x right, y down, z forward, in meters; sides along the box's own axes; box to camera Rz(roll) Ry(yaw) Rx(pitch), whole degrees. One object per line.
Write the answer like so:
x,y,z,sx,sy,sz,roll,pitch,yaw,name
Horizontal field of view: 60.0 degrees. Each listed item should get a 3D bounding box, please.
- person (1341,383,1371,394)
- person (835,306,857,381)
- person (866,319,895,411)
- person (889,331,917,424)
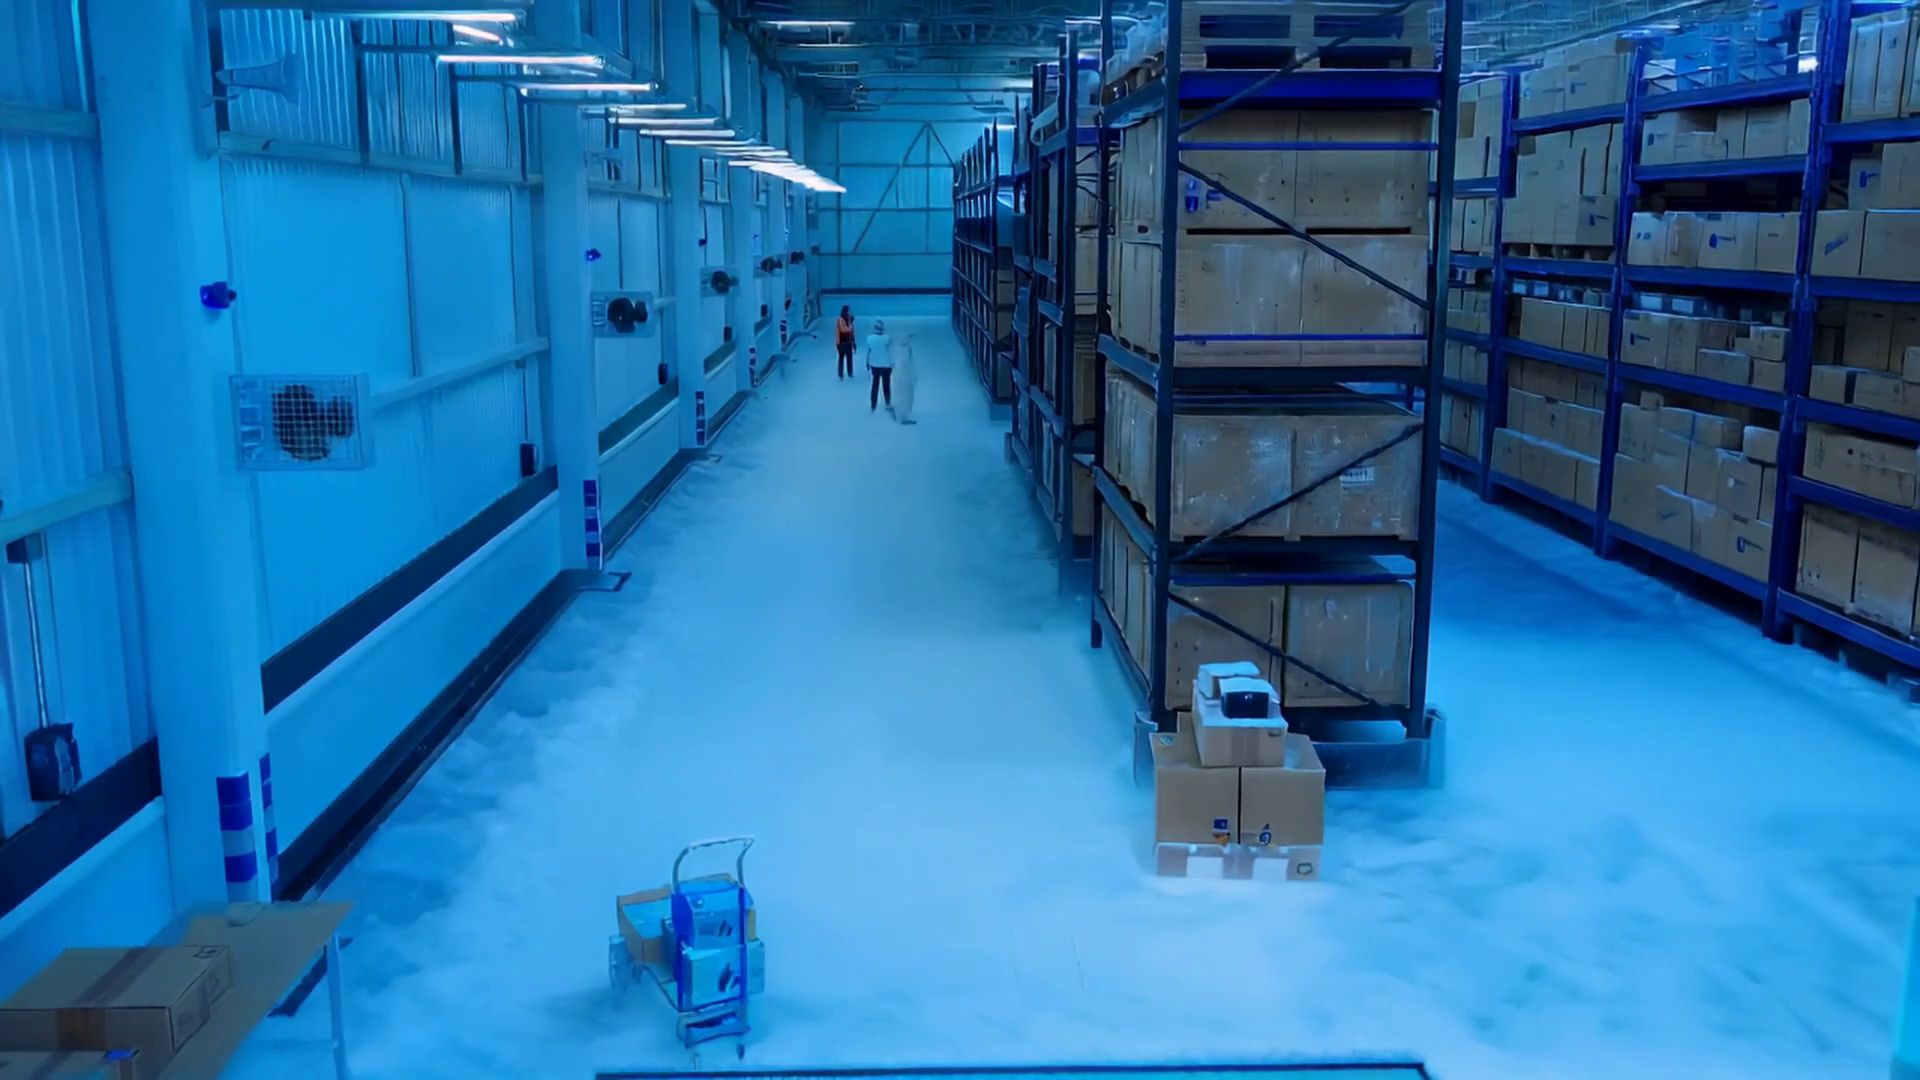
6.507,-2.168,27.756,0.663,1.883,0.689,4,11,19,person
-2.924,-5.015,42.486,0.590,1.910,0.387,-8,14,-37,person
-1.706,-3.748,35.692,0.616,1.987,0.407,-3,11,-14,person
-1.112,-3.236,33.275,0.506,1.887,0.670,-2,11,-9,person
